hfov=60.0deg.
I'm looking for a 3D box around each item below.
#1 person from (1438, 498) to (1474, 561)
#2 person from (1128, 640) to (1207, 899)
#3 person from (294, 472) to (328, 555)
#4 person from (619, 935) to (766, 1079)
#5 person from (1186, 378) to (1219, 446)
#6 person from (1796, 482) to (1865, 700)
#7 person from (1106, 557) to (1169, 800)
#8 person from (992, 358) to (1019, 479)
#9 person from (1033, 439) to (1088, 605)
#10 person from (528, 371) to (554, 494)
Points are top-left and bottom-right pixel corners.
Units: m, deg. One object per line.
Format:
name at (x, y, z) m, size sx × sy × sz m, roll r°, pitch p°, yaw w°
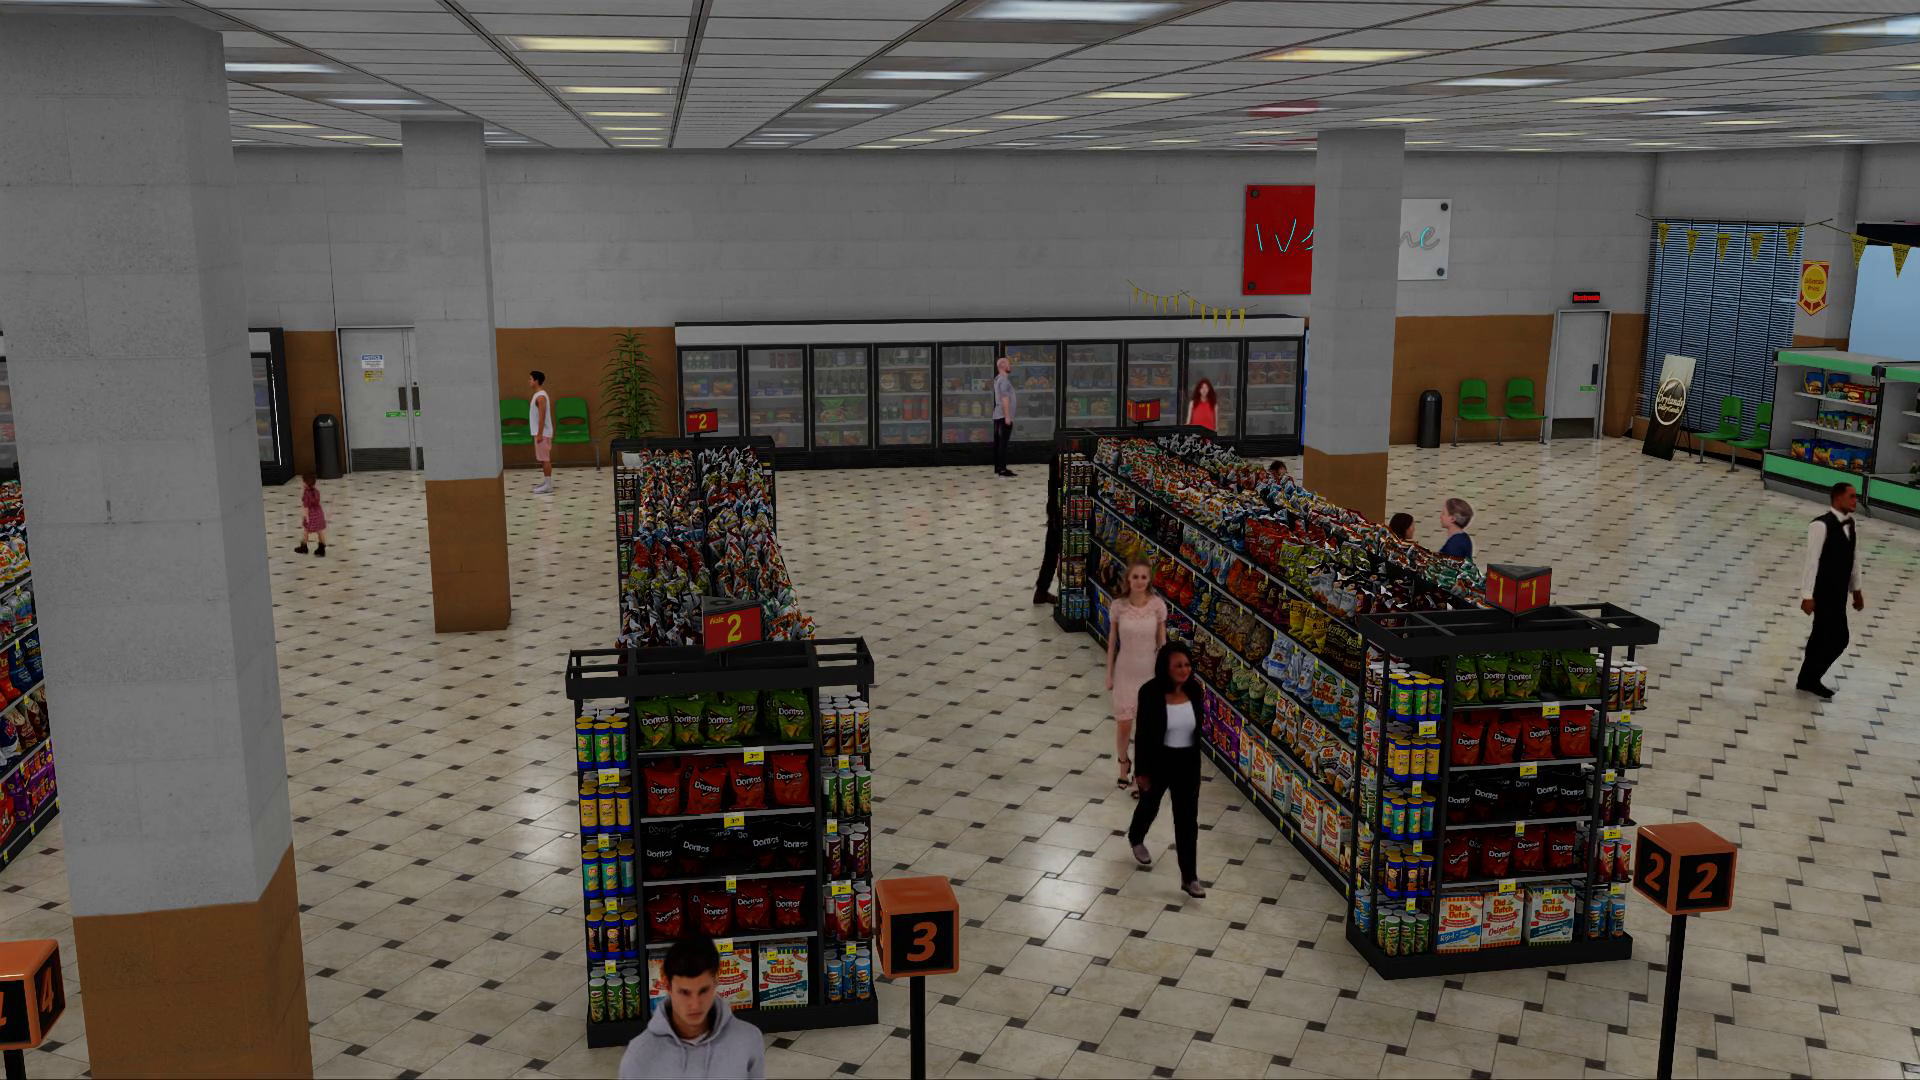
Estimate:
person at (4.104, 0.571, 13.910) m, size 0.797 × 1.871 × 0.675 m, roll 5°, pitch 13°, yaw 22°
person at (1.283, 1.418, 10.607) m, size 0.754 × 1.575 × 1.159 m, roll -4°, pitch 13°, yaw -19°
person at (-7.825, -0.313, 20.197) m, size 0.668 × 1.009 × 0.635 m, roll 6°, pitch 13°, yaw 26°
person at (-0.916, 2.258, 5.763) m, size 0.737 × 1.928 × 0.665 m, roll -5°, pitch 13°, yaw -23°
person at (3.354, -1.336, 23.157) m, size 0.781 × 1.793 × 1.193 m, roll 1°, pitch 12°, yaw 3°
person at (7.506, 0.423, 14.543) m, size 0.831 × 1.900 × 0.858 m, roll -8°, pitch 15°, yaw -35°
person at (1.284, 0.980, 12.098) m, size 0.636 × 1.817 × 0.661 m, roll 0°, pitch 12°, yaw -1°
person at (0.674, -1.910, 25.773) m, size 0.719 × 1.837 × 0.511 m, roll -2°, pitch 12°, yaw -11°
person at (1.002, -0.207, 17.622) m, size 0.788 × 1.865 × 1.078 m, roll -2°, pitch 12°, yaw -11°
person at (-6.111, -1.588, 24.362) m, size 0.690 × 1.788 × 0.501 m, roll -2°, pitch 12°, yaw -11°
